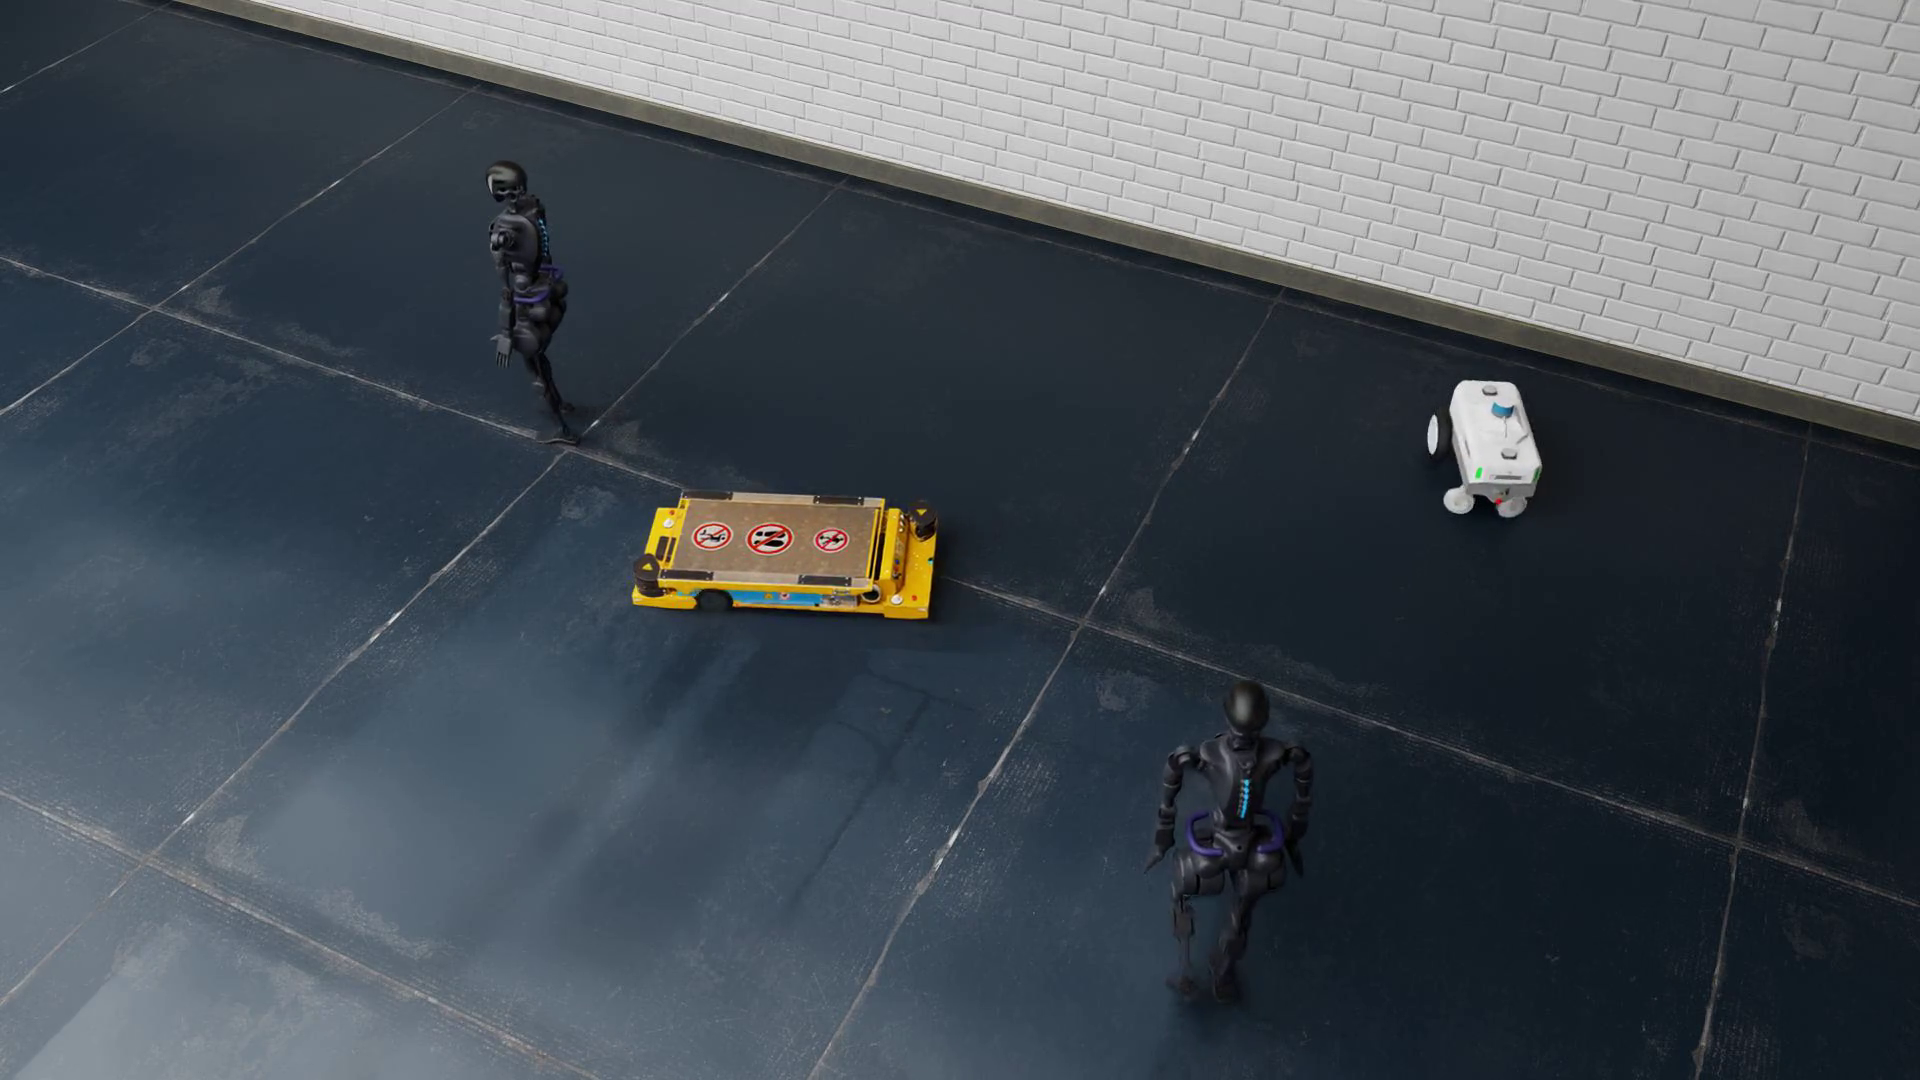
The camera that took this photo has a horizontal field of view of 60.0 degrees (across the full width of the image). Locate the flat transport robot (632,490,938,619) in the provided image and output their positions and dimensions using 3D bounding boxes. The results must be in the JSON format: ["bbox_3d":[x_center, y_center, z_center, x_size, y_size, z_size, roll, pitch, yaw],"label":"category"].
[{"bbox_3d":[-0.844,0.070,8.179,1.431,0.231,0.659,2,43,3],"label":"flat transport robot"}]

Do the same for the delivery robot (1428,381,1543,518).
[{"bbox_3d":[2.729,-0.501,8.600,0.525,0.614,0.785,2,43,2],"label":"delivery robot"}]

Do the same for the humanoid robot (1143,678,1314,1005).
[{"bbox_3d":[0.972,1.111,6.017,0.589,1.646,0.340,-3,43,-3],"label":"humanoid robot"}]

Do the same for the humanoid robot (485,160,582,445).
[{"bbox_3d":[-2.211,-1.180,8.491,0.364,1.656,0.611,8,43,9],"label":"humanoid robot"}]
